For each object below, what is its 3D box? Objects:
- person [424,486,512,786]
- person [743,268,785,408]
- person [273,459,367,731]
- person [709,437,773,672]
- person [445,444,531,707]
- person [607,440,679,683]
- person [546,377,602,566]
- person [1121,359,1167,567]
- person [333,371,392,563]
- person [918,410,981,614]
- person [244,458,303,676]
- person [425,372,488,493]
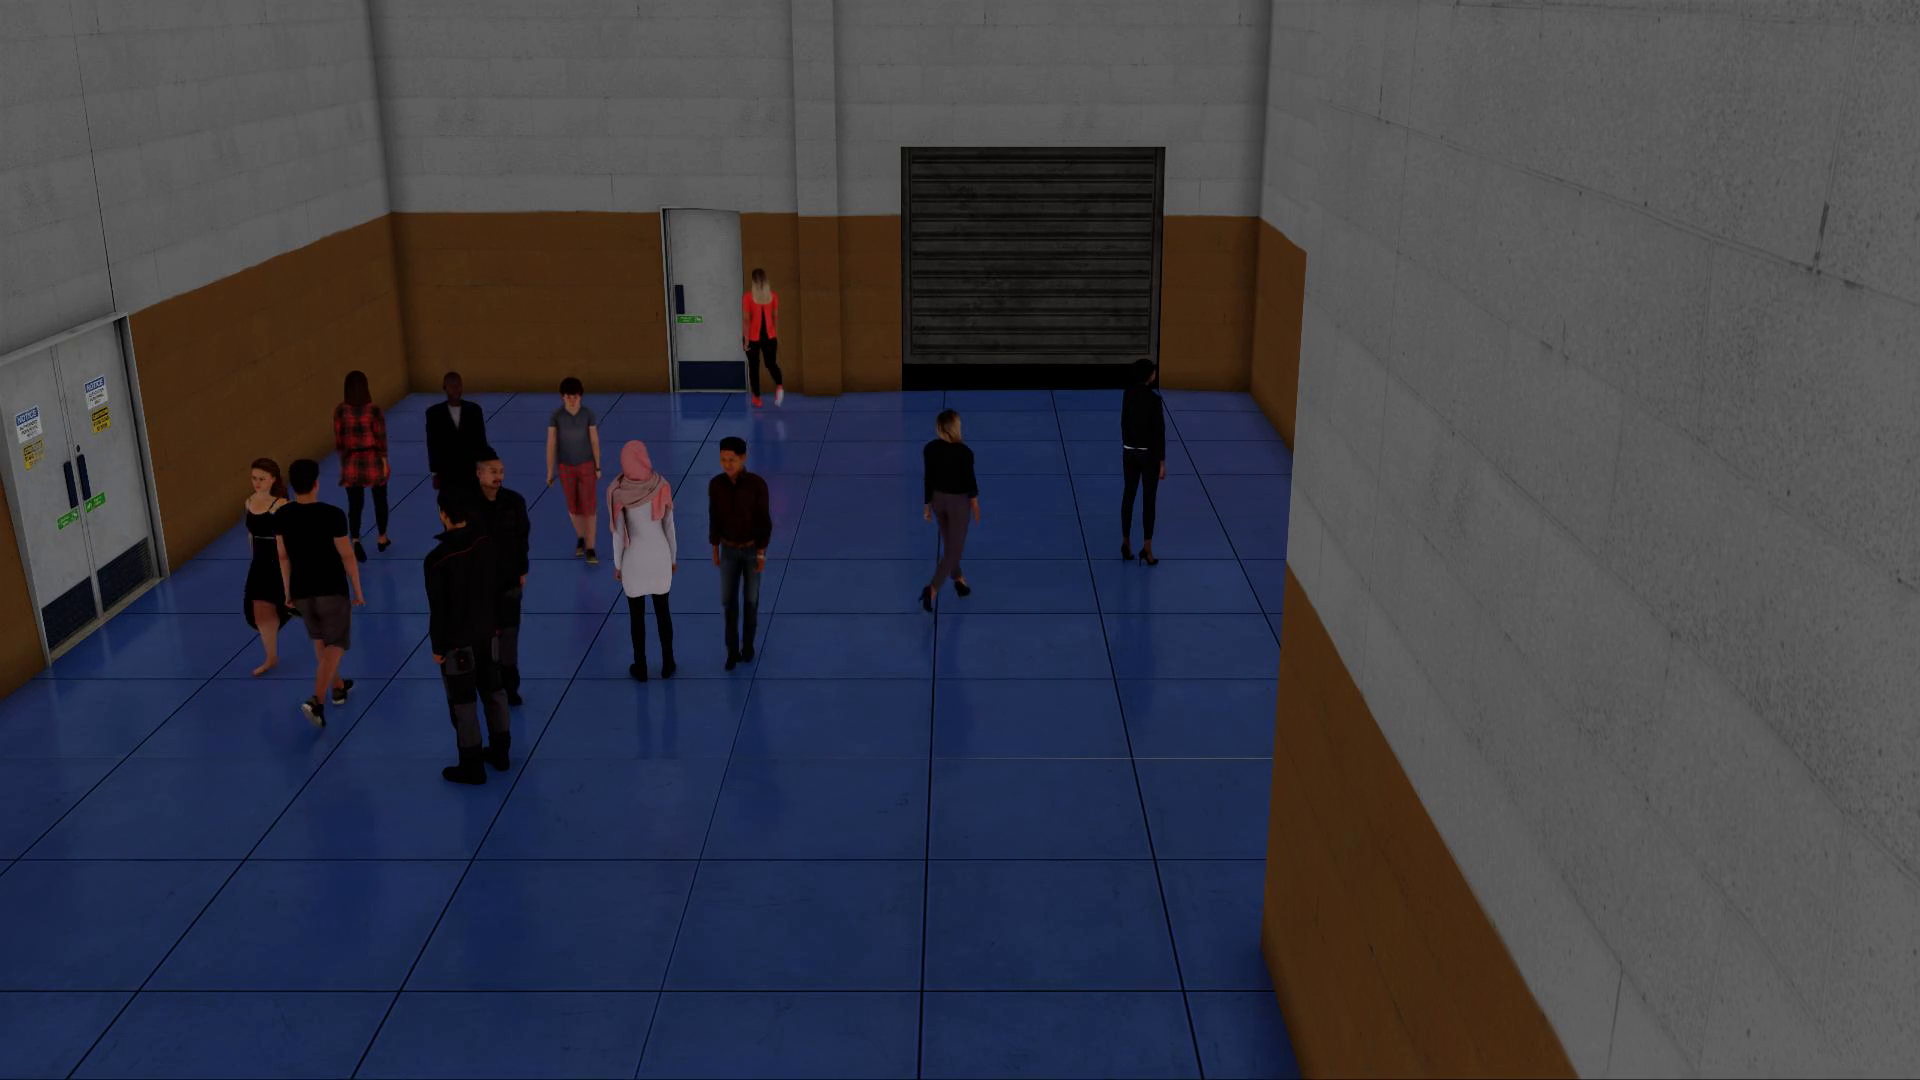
[{"bbox_3d":[-3.106,0.587,10.501,0.791,1.946,0.792,11,22,30],"label":"person"},{"bbox_3d":[-2.315,-2.345,19.616,1.014,1.677,0.921,-9,21,-25],"label":"person"},{"bbox_3d":[-4.386,0.377,11.295,1.078,1.836,0.742,1,19,2],"label":"person"},{"bbox_3d":[-1.600,0.062,12.359,0.696,1.754,0.717,1,19,3],"label":"person"},{"bbox_3d":[-3.345,0.217,11.723,1.162,1.842,1.142,-10,21,-27],"label":"person"},{"bbox_3d":[-2.274,0.148,12.026,0.645,1.804,0.771,-6,20,-18],"label":"person"},{"bbox_3d":[-3.371,-0.640,14.621,0.910,1.625,0.734,-2,19,-5],"label":"person"},{"bbox_3d":[1.575,-0.678,14.427,0.657,1.834,0.724,16,25,40],"label":"person"},{"bbox_3d":[-5.209,-0.608,14.468,1.000,1.674,0.738,-2,19,-6],"label":"person"},{"bbox_3d":[-0.111,-0.193,13.294,1.063,1.638,1.009,11,22,30],"label":"person"},{"bbox_3d":[-4.987,0.162,12.302,0.998,1.601,0.899,9,21,25],"label":"person"},{"bbox_3d":[-4.332,-0.602,14.360,1.038,1.733,0.910,-6,19,-17],"label":"person"}]
